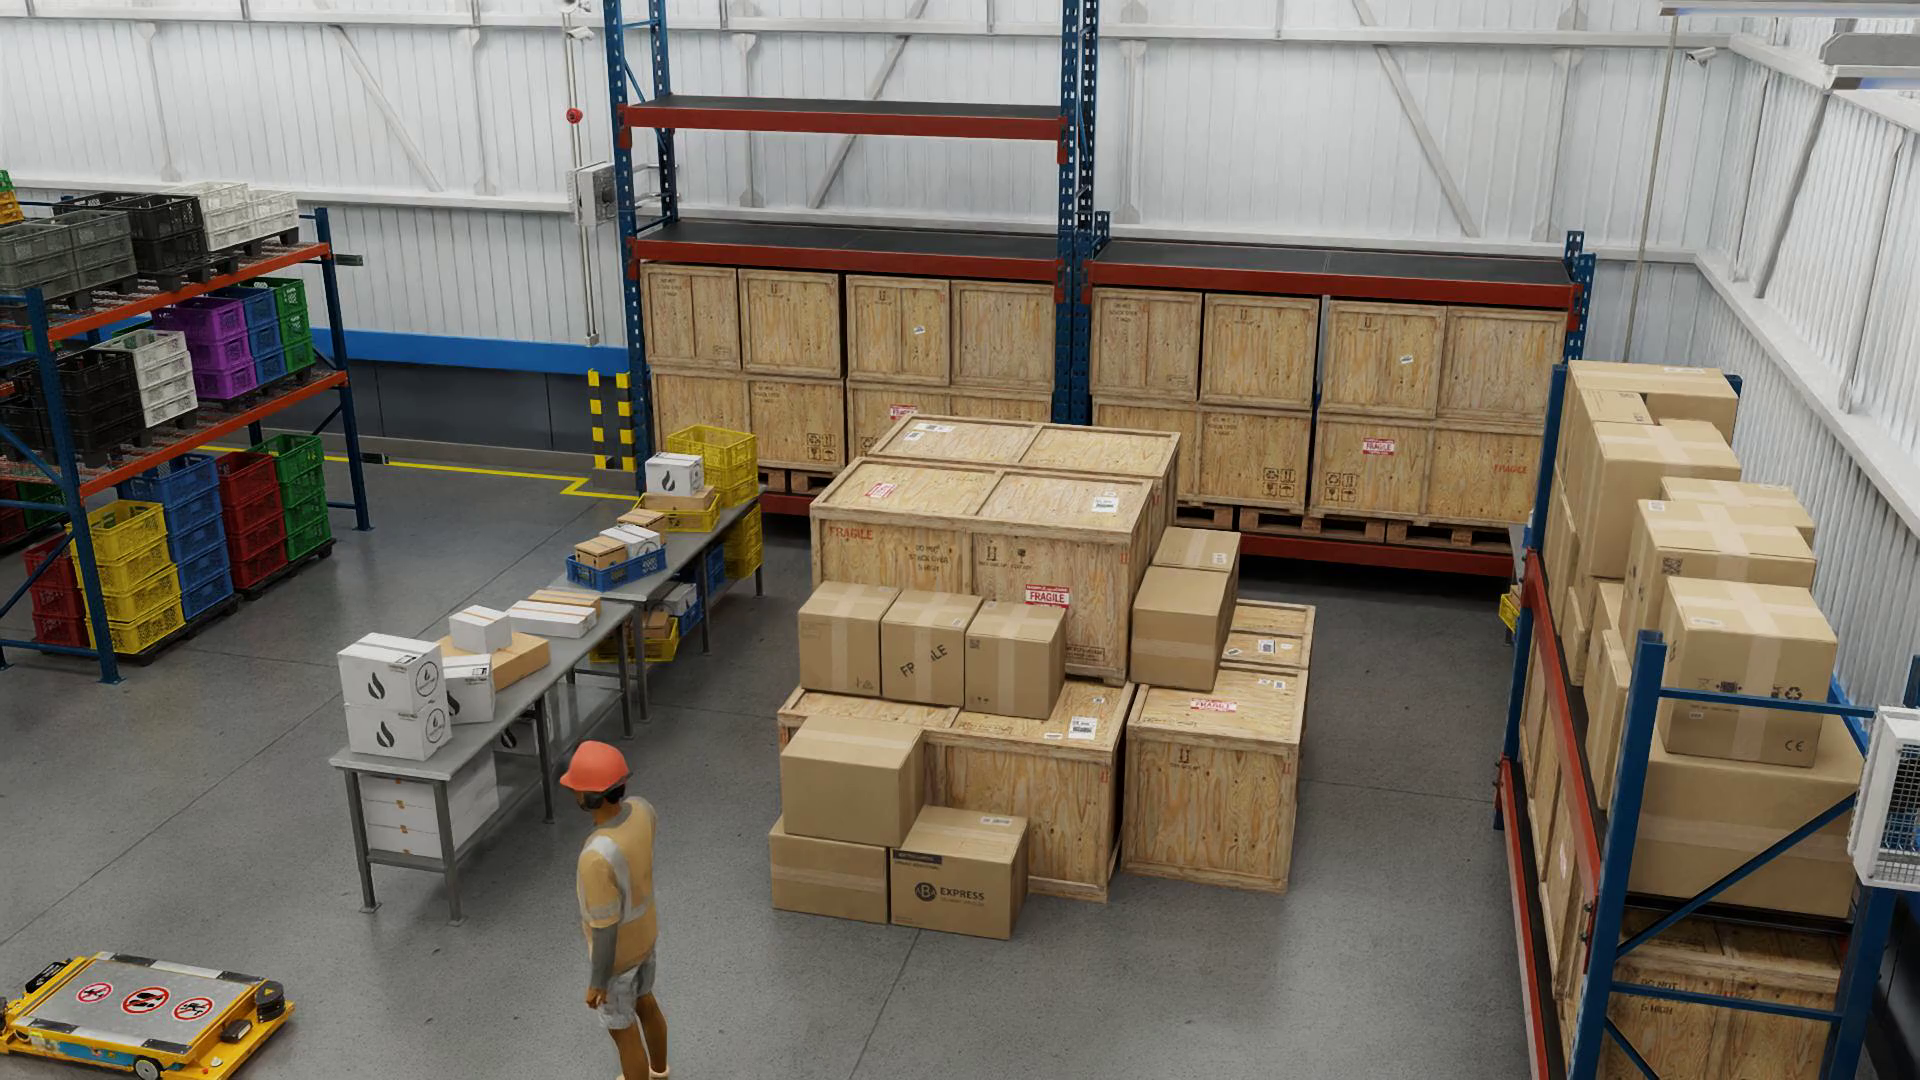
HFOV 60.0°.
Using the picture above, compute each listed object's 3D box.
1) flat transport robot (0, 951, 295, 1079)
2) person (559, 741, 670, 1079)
[{"bbox_3d":[-4.270,2.464,8.601,1.431,0.231,0.659,5,22,13],"label":"flat transport robot"},{"bbox_3d":[-1.601,1.858,7.703,0.391,2.040,0.613,4,21,11],"label":"person"}]
